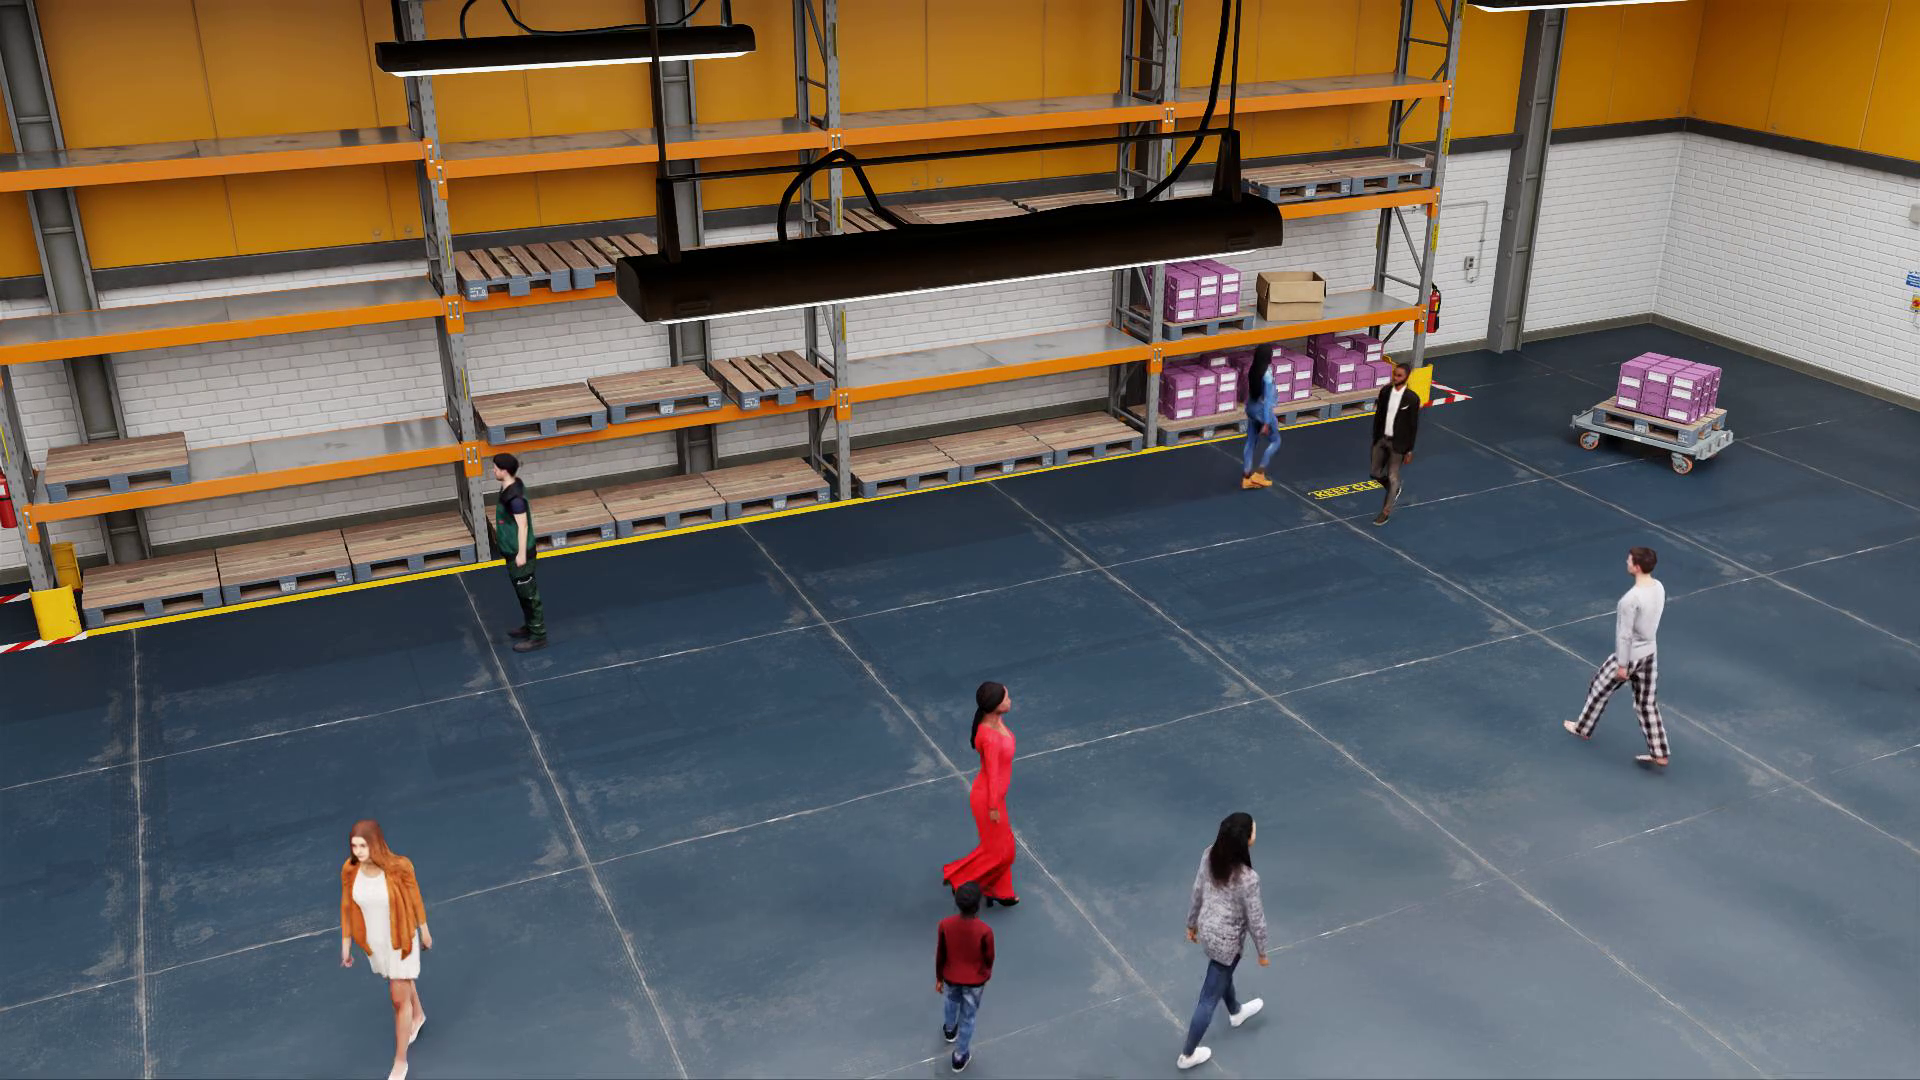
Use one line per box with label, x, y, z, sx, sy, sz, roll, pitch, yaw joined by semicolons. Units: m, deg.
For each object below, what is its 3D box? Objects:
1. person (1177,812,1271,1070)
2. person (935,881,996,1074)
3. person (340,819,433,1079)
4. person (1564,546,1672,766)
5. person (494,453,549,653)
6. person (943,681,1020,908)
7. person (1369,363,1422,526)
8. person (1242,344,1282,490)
person;1.504;2.427;10.008;1.052;1.704;0.763;-15;28;-31
person;0.014;2.667;10.039;0.705;1.239;0.758;7;25;15
person;-3.447;2.375;10.143;0.991;1.691;0.966;2;24;5
person;5.452;0.960;13.245;1.101;1.800;0.762;-14;27;-29
person;-4.005;0.086;15.120;0.578;1.899;0.693;-9;25;-19
person;0.145;1.785;11.392;0.887;1.771;0.801;1;24;2
person;4.685;-1.049;17.851;0.836;1.792;0.923;21;31;39
person;3.290;-1.370;18.698;0.636;1.702;0.645;-8;25;-19
